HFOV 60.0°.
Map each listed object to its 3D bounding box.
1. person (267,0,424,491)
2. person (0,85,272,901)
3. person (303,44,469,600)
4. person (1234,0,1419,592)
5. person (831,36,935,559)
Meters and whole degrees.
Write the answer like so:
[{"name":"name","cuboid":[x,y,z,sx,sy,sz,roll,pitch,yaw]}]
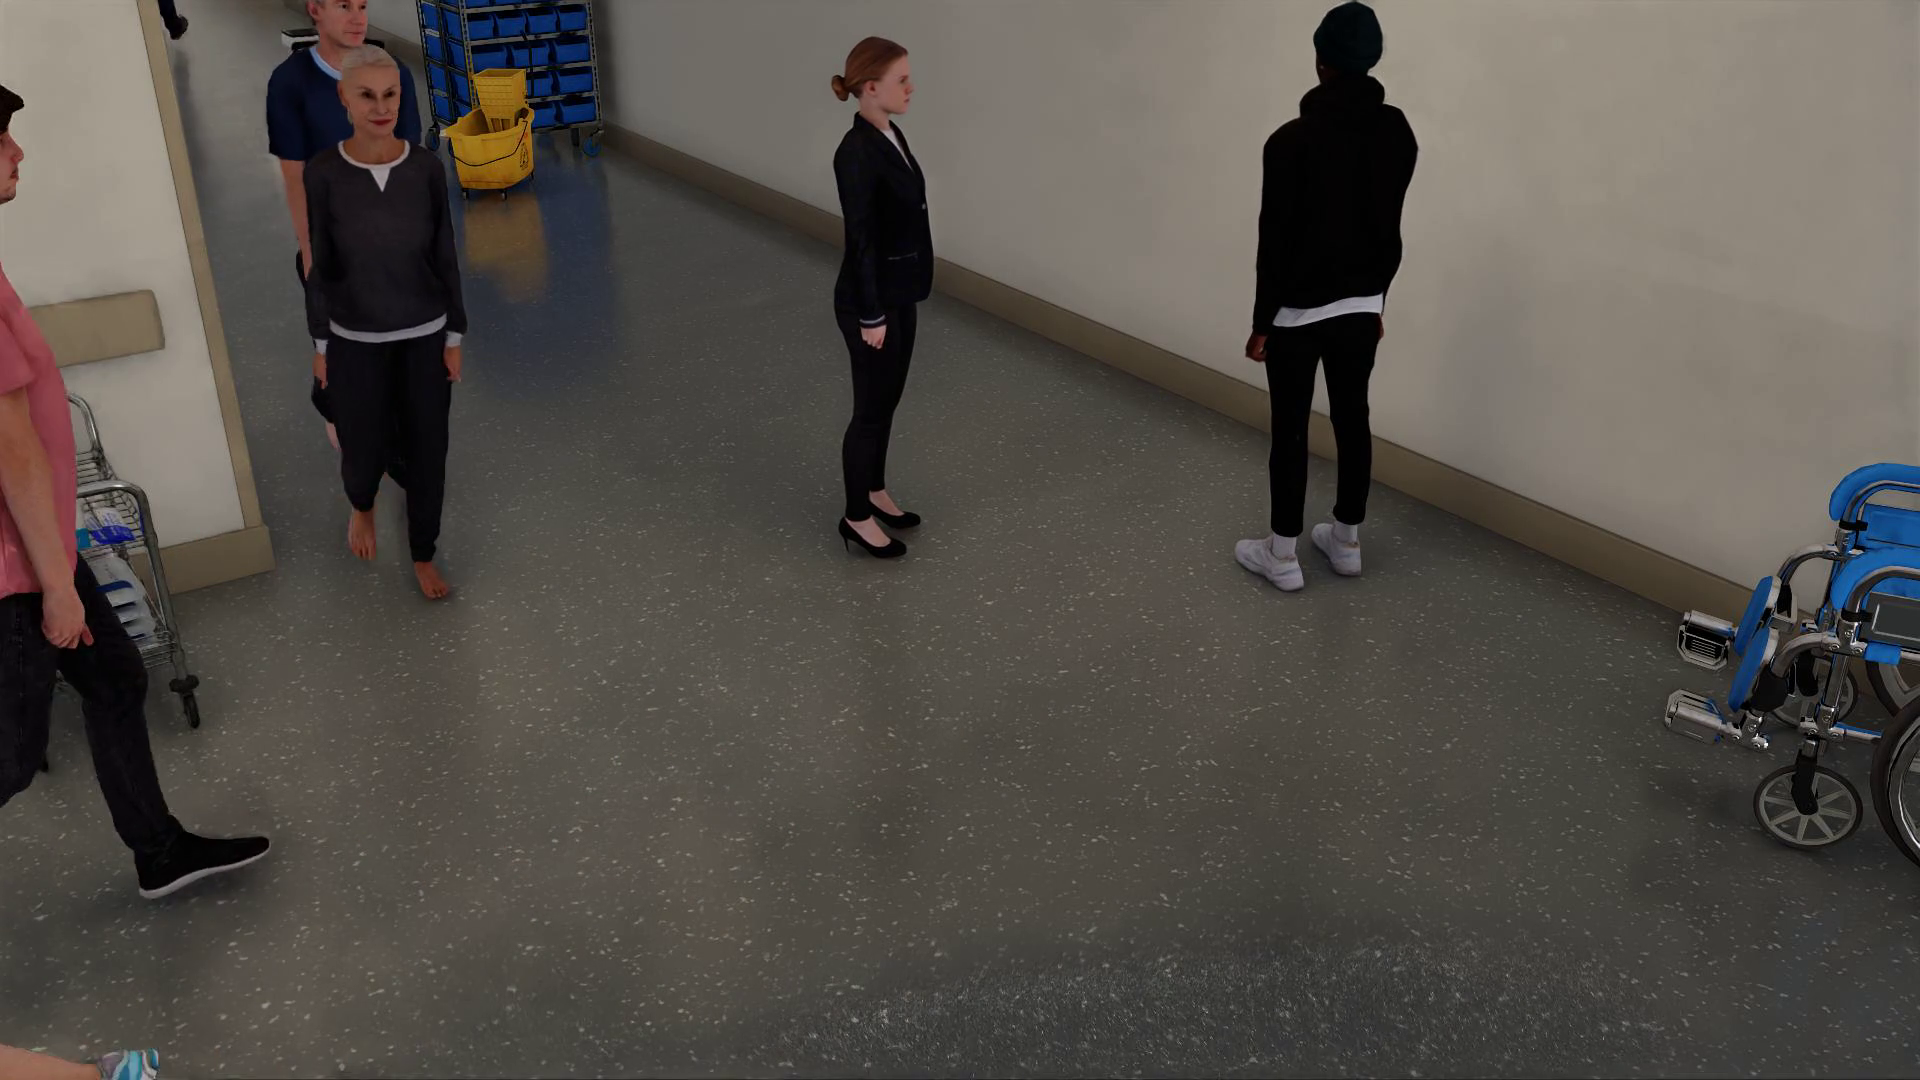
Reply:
[{"name":"person","cuboid":[-2.096,-1.026,5.726,0.754,1.857,0.734,-14,29,-27]},{"name":"person","cuboid":[-2.048,0.075,3.374,1.171,1.917,0.705,-21,33,-37]},{"name":"person","cuboid":[-1.781,-0.663,5.141,0.650,1.710,0.709,-11,28,-21]},{"name":"person","cuboid":[1.133,-0.723,5.142,0.625,1.818,0.789,-9,27,-18]},{"name":"person","cuboid":[-0.277,-0.757,5.366,0.749,1.684,0.689,4,26,9]}]
